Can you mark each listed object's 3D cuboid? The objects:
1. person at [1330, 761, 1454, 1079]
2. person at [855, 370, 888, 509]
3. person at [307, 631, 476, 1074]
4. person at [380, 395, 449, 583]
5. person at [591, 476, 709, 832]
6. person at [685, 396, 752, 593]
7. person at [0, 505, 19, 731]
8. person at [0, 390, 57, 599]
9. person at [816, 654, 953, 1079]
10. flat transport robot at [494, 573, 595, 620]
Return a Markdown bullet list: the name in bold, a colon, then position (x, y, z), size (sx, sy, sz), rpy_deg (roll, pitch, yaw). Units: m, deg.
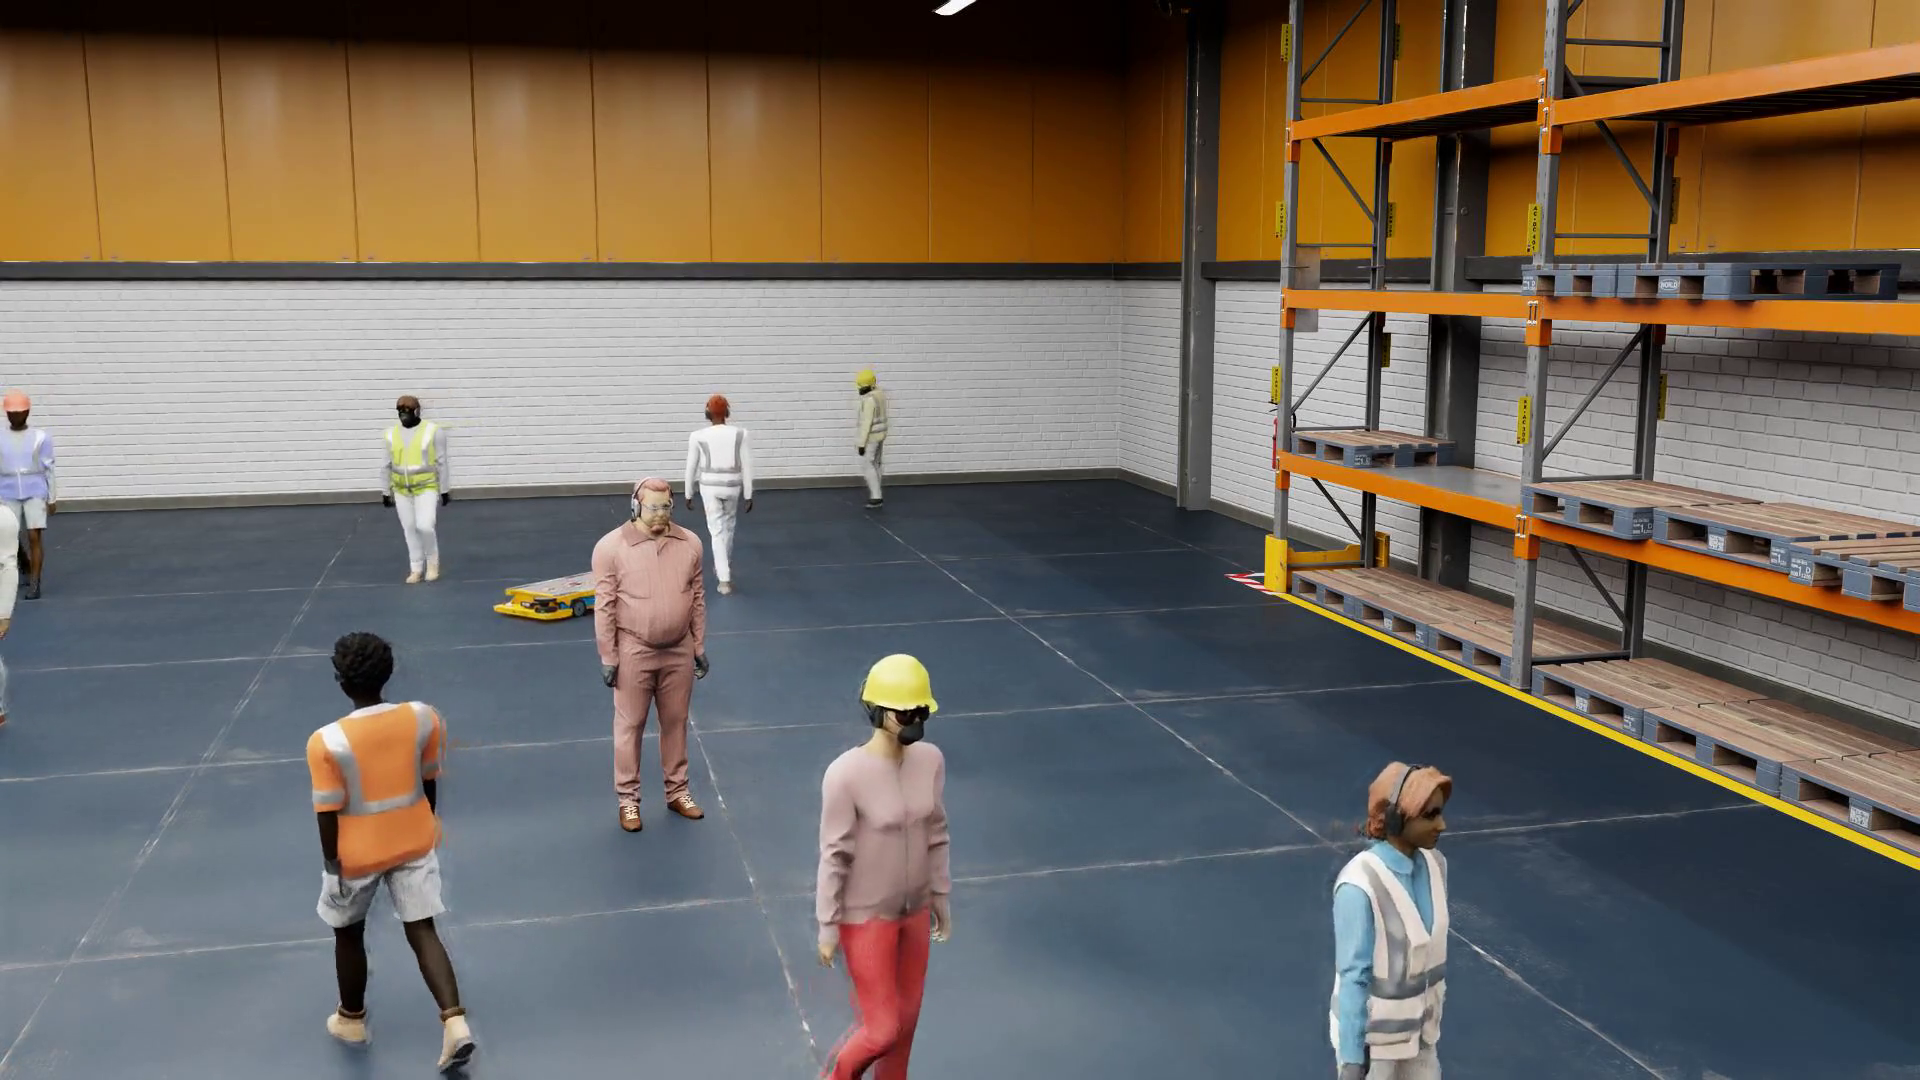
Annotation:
- **person**: position (1.180, 1.413, 4.795), size (0.530, 1.621, 0.518), rpy_deg (-8, 12, -42)
- **person**: position (-1.141, -1.294, 21.252), size (0.405, 1.782, 0.664), rpy_deg (2, 9, 13)
- **person**: position (-2.140, 1.162, 6.221), size (0.530, 1.667, 0.791), rpy_deg (-8, 12, -42)
- **person**: position (-5.243, -0.479, 15.982), size (0.652, 1.825, 0.445), rpy_deg (1, 9, 6)
- **person**: position (-1.647, 0.601, 8.994), size (0.642, 1.906, 0.410), rpy_deg (-6, 11, -34)
- **person**: position (-2.302, -0.452, 15.798), size (0.605, 1.827, 1.002), rpy_deg (-3, 10, -18)
- **person**: position (-6.198, 0.405, 10.343), size (0.691, 1.862, 1.008), rpy_deg (-3, 10, -18)
- **person**: position (-8.621, -0.424, 15.318), size (0.561, 1.927, 0.522), rpy_deg (-3, 10, -20)
- **person**: position (-0.226, 1.231, 5.483), size (0.372, 1.754, 0.534), rpy_deg (8, 12, 43)
- **flat transport robot**: position (-3.394, 0.475, 14.863), size (0.652, 0.197, 1.431), rpy_deg (6, 11, 33)
